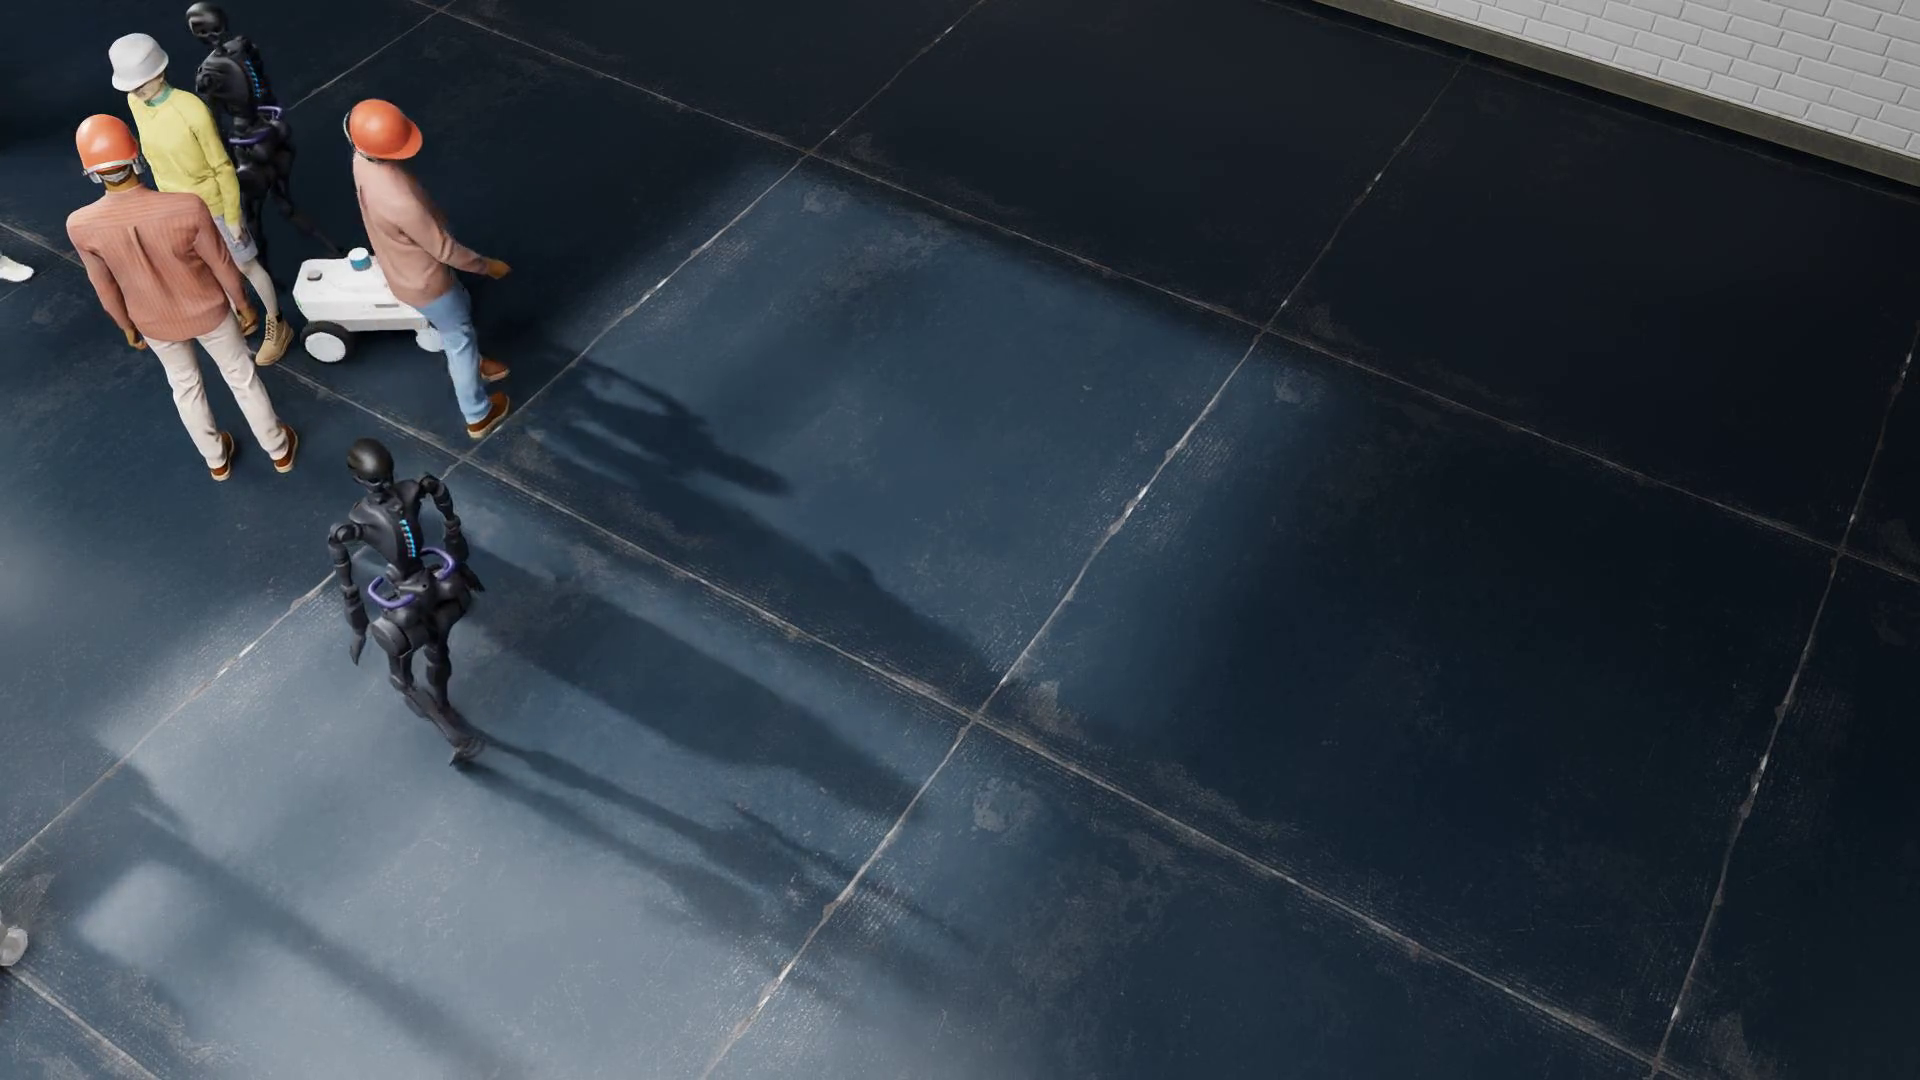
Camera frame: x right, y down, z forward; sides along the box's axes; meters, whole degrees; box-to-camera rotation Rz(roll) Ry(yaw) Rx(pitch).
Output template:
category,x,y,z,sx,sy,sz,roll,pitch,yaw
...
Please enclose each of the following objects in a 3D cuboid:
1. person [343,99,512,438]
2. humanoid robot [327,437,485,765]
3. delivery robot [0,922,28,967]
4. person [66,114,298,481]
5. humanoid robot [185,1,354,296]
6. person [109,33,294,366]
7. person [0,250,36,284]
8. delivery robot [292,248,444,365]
category,x,y,z,sx,sy,sz,roll,pitch,yaw
person,-2.457,-1.323,7.856,0.552,1.951,0.708,-24,53,-19
humanoid robot,-2.164,0.262,6.661,0.467,1.631,0.607,33,56,25
delivery robot,-3.912,1.654,6.180,0.499,0.595,0.783,12,50,11
person,-3.556,-1.062,7.607,0.613,1.986,0.403,-9,49,-8
humanoid robot,-3.673,-2.038,8.682,0.544,1.624,0.615,8,49,7
person,-3.738,-1.673,8.205,0.472,1.888,0.395,16,51,14
person,-5.640,-2.053,8.557,0.954,1.862,0.607,-4,49,-3
delivery robot,-3.096,-1.276,8.728,0.754,0.575,0.499,-2,49,-2
